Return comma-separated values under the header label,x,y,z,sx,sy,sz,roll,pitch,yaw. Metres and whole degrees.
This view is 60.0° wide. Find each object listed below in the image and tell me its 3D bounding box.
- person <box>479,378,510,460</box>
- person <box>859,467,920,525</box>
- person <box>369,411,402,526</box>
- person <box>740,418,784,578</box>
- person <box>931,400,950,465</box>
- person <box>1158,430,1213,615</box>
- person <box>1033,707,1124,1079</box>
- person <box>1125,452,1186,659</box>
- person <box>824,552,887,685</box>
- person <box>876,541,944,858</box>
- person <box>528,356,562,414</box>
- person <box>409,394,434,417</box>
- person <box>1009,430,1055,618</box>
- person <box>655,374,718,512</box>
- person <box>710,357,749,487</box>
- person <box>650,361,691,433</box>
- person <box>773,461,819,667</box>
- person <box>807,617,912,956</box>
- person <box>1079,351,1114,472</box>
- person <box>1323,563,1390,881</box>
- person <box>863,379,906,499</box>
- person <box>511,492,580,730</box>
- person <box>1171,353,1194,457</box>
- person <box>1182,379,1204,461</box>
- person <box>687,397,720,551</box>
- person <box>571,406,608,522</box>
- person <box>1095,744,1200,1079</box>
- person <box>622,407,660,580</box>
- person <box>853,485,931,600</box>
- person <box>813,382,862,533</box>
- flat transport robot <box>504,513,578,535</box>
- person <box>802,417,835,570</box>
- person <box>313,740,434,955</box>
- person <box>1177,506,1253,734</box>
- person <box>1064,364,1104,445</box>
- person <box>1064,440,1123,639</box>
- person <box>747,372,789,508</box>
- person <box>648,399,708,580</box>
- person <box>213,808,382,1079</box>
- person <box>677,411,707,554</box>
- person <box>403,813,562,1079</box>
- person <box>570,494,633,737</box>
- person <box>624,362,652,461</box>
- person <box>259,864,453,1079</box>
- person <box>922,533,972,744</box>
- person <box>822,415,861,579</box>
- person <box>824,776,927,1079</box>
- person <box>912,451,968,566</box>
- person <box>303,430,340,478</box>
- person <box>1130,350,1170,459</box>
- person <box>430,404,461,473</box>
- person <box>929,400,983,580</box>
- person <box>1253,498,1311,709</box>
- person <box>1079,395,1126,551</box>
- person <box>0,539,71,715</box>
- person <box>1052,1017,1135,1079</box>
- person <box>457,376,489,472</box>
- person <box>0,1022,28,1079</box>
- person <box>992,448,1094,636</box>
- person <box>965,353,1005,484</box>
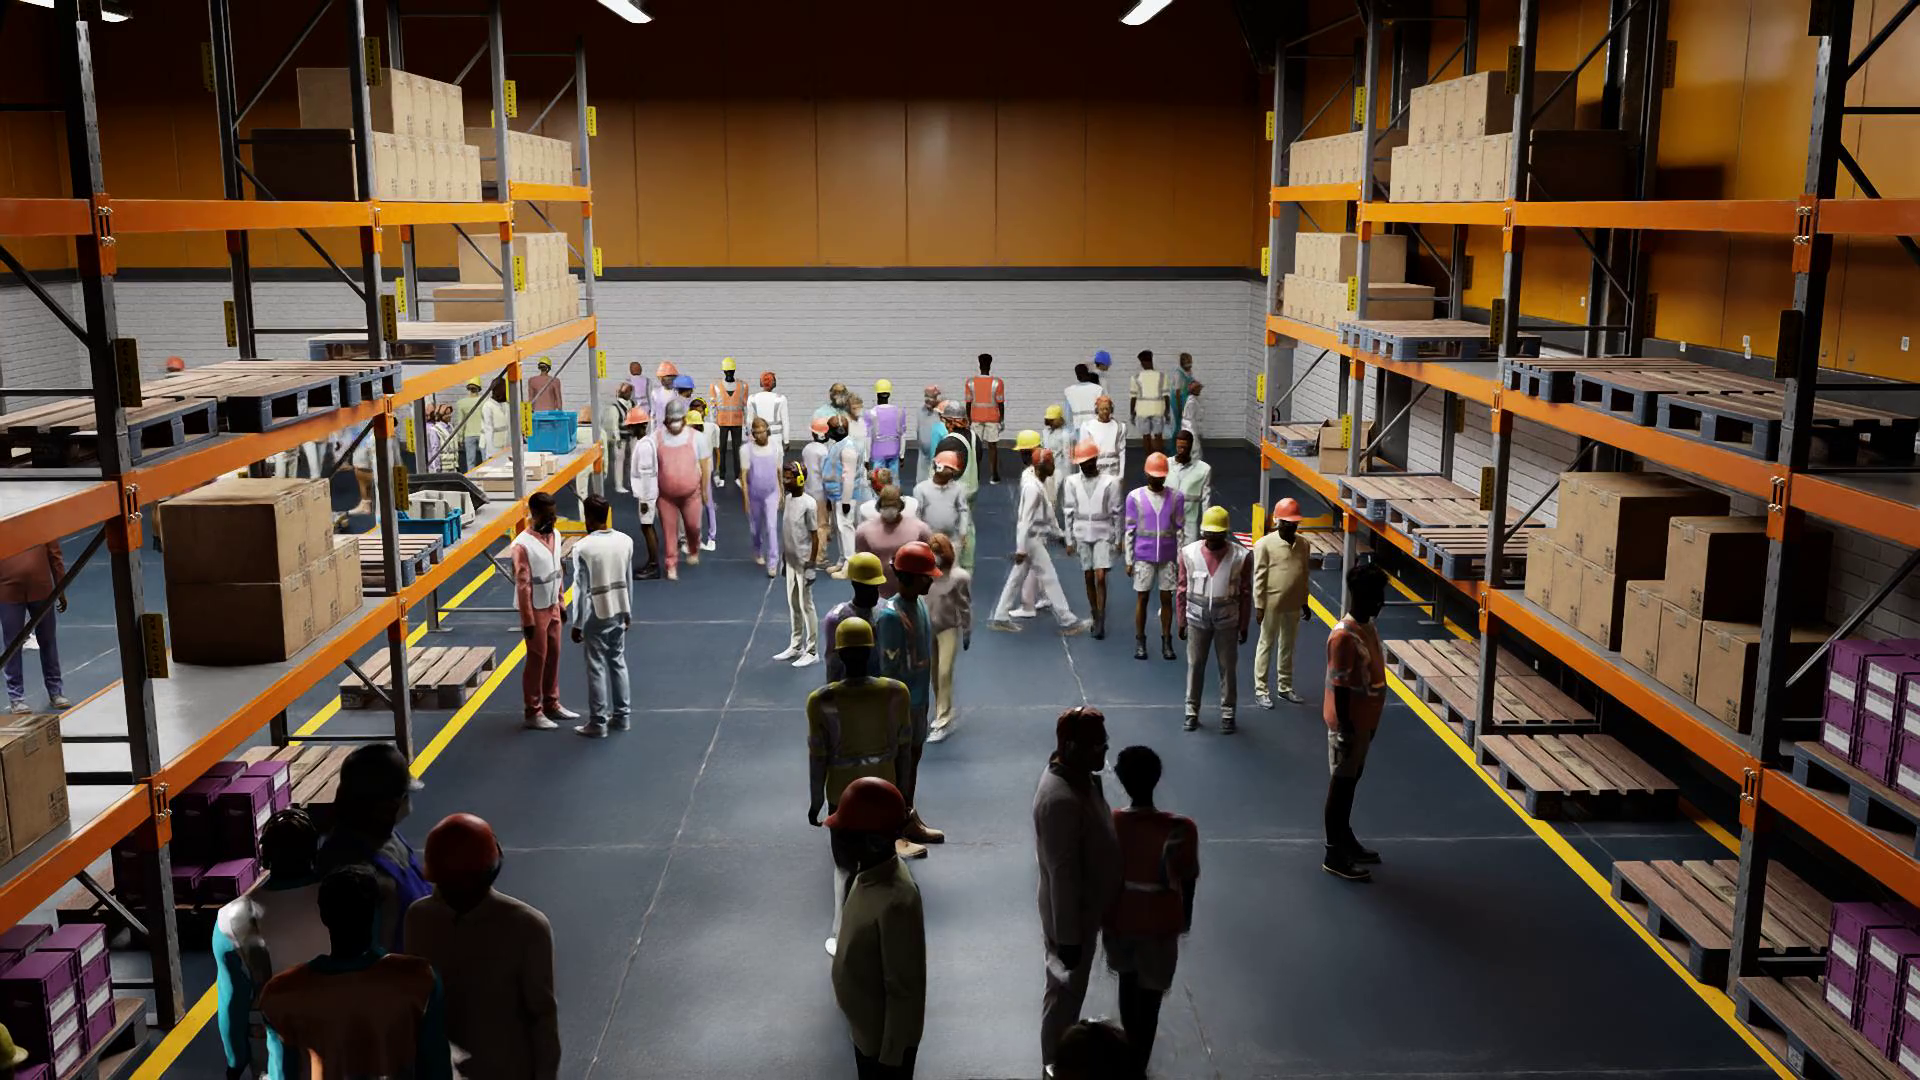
label,x,y,z,sx,sy,sz,roll,pitch,yaw
person,-6.145,-1.205,22.029,0.438,1.899,0.607,1,11,5
person,-0.650,0.221,15.112,0.614,1.802,0.745,-4,12,-20
person,-6.930,-0.764,20.205,0.288,1.746,0.488,4,12,19
person,-2.248,-0.515,18.879,0.503,1.807,0.988,-2,11,-10
person,-0.183,-0.895,20.877,0.349,1.740,0.575,-3,12,-16
person,2.248,-0.175,16.845,0.592,1.911,0.386,4,12,17
person,0.538,1.676,7.564,0.406,1.906,0.654,2,11,8
person,1.785,0.147,15.191,0.549,1.927,0.393,-1,11,-3
person,-0.614,1.017,10.815,0.373,1.925,0.595,10,15,41
person,-0.307,1.008,10.604,0.403,2.035,0.606,4,12,19
person,-6.670,-2.078,26.779,0.532,1.756,0.337,-1,11,-5
person,-8.128,-1.800,25.183,0.385,1.838,0.562,0,11,-2
person,0.741,-0.167,16.800,0.406,1.906,0.618,5,12,25
person,-3.768,-1.278,22.409,0.993,1.900,0.631,-7,13,-30
person,-3.406,-1.744,24.659,0.585,1.928,0.370,-3,12,-14
person,-3.972,-1.423,22.757,0.607,2.045,0.390,5,12,22
person,-1.472,0.209,15.015,0.321,1.871,0.532,-8,14,-36
person,-0.554,1.367,9.090,0.585,1.917,0.382,-4,12,-18
person,2.117,-1.943,25.739,0.432,1.934,0.635,-5,12,-24
person,2.446,1.101,10.299,0.368,1.966,0.603,6,13,26
person,-0.979,-1.112,21.494,0.586,1.928,0.364,-5,13,-25
person,-3.324,0.554,13.201,0.409,1.909,0.593,3,12,16
person,3.616,-2.153,27.016,0.455,1.804,0.551,8,14,34
person,3.480,-1.594,24.712,0.360,1.610,0.542,3,12,15
person,-3.137,-0.789,20.038,0.507,1.865,0.329,2,11,8
person,-4.713,-0.882,21.116,0.509,1.622,0.294,-7,13,-31
person,0.818,1.777,7.689,0.517,1.656,0.784,4,12,20
person,-3.540,-0.519,18.528,0.388,1.929,0.549,-2,12,-11
person,-0.548,0.492,13.506,0.642,1.916,0.448,-1,11,-3
person,-1.547,-1.043,21.151,0.630,1.931,0.376,-4,12,-17
flat transport robot,-5.500,-0.193,21.053,1.431,0.197,0.652,9,15,39
person,-1.588,-0.537,19.050,0.342,1.748,0.573,-7,13,-31
person,-2.310,1.780,6.706,0.536,2.000,0.684,-2,12,-12
person,1.992,0.623,13.071,0.591,1.824,0.404,3,12,15
person,1.803,-1.598,24.065,0.619,1.877,0.478,0,11,2
person,1.248,0.003,15.964,0.567,1.899,0.804,3,12,17
person,-2.637,-1.382,22.954,0.584,1.882,0.337,2,11,8
person,-3.165,-0.599,18.634,0.694,2.000,0.670,-2,11,-10
person,-2.539,1.929,6.462,0.621,1.845,0.429,-7,13,-31
person,-3.188,-0.690,19.882,0.382,1.729,0.485,7,13,31
person,-1.755,1.935,6.077,0.621,1.985,0.408,3,12,15
person,-2.780,0.590,13.019,0.399,1.906,0.603,7,13,32
person,-5.243,-2.089,27.121,0.512,1.638,0.312,-8,14,-35
person,-2.043,2.038,5.721,0.593,1.920,0.391,-3,12,-15
person,-0.186,0.742,13.011,0.516,1.602,0.678,5,12,25
person,-1.327,-0.489,18.616,0.429,1.836,0.631,-3,12,-15
person,-0.318,1.865,6.394,0.379,1.996,0.611,-3,12,-12
person,-0.215,-0.011,16.533,0.639,1.709,0.481,-5,12,-24
person,-9.052,-1.447,23.326,0.600,1.875,1.025,-9,14,-38
person,2.956,-1.990,25.886,0.621,1.934,0.459,1,11,3
person,-6.576,-0.926,21.285,0.309,1.641,0.514,3,12,14
person,-0.087,-0.526,18.268,0.537,2.000,0.679,7,13,32
person,2.679,0.514,13.772,0.563,1.753,0.327,-6,13,-26
person,1.718,-0.801,20.051,0.576,1.882,0.355,-2,11,-8
person,-7.617,0.441,13.564,0.615,1.987,0.407,-10,15,-42
person,0.393,2.238,4.707,0.448,1.919,0.640,-4,12,-18
person,-6.868,-1.467,23.676,0.522,1.769,0.318,-2,11,-8
person,-2.931,2.266,5.045,0.486,1.737,0.325,9,14,37
person,0.775,0.018,16.074,1.012,1.822,0.586,1,11,3
person,0.380,-1.813,24.910,0.612,1.965,0.362,2,11,11
